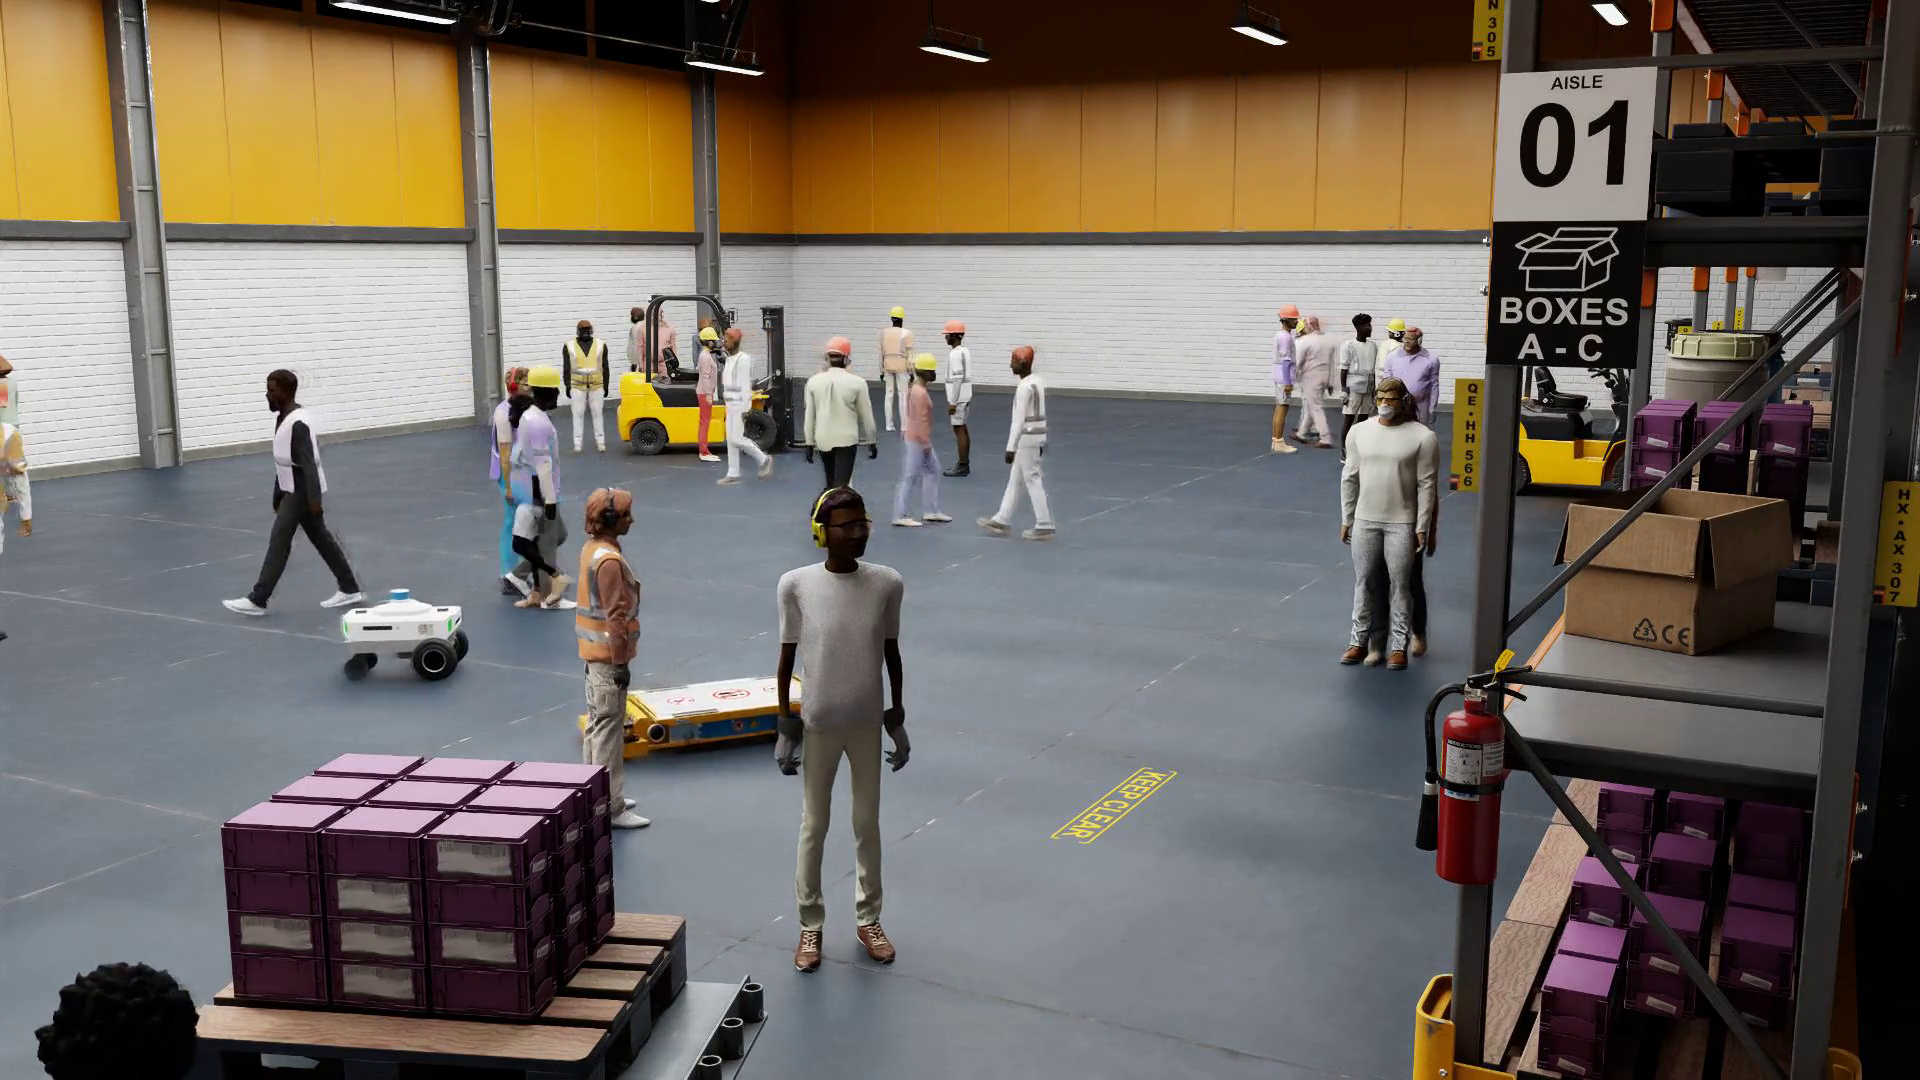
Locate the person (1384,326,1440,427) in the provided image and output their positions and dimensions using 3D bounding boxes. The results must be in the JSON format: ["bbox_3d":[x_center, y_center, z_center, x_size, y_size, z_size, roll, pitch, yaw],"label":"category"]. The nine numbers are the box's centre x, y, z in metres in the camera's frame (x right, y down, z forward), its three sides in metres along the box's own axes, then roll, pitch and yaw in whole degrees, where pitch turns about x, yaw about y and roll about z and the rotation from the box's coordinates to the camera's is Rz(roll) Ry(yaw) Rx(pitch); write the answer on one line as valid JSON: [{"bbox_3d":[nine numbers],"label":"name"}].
[{"bbox_3d":[5.240,-1.538,19.377,0.642,1.905,0.399,3,10,18],"label":"person"}]

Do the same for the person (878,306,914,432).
[{"bbox_3d":[-0.973,-2.623,25.588,0.588,1.928,0.384,4,11,23],"label":"person"}]

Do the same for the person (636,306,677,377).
[{"bbox_3d":[-4.894,-2.831,26.875,0.639,1.902,0.407,-2,10,-13],"label":"person"}]

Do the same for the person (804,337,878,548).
[{"bbox_3d":[-1.081,-0.937,15.732,0.649,1.952,0.945,4,10,20],"label":"person"}]

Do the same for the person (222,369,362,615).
[{"bbox_3d":[-5.112,-0.368,12.705,1.023,1.863,0.618,-6,11,-29],"label":"person"}]

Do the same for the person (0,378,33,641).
[{"bbox_3d":[-6.860,-0.207,11.698,0.707,1.888,0.576,9,13,41],"label":"person"}]

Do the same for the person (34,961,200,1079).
[{"bbox_3d":[-1.273,1.475,2.603,0.496,1.678,0.540,8,13,41],"label":"person"}]

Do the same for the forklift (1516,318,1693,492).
[{"bbox_3d":[7.066,-1.601,18.899,2.313,2.155,1.214,5,11,27],"label":"forklift"}]

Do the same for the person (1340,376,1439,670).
[{"bbox_3d":[2.824,-0.113,11.027,0.631,1.940,0.372,5,11,29],"label":"person"}]

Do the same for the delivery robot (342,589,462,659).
[{"bbox_3d":[-3.633,0.564,10.837,0.707,0.478,0.477,-1,10,-7],"label":"delivery robot"}]

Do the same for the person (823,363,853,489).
[{"bbox_3d":[-1.279,-1.016,17.136,0.285,1.631,0.502,-4,11,-23],"label":"person"}]

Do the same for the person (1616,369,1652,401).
[{"bbox_3d":[9.415,-2.056,23.210,0.590,1.620,0.527,-1,10,-9],"label":"person"}]

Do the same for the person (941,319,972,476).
[{"bbox_3d":[-0.048,-1.747,20.484,0.379,1.938,0.547,2,10,12],"label":"person"}]

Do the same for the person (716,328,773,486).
[{"bbox_3d":[-2.586,-1.572,19.673,0.594,1.872,0.599,-6,11,-30],"label":"person"}]

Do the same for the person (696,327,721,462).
[{"bbox_3d":[-3.327,-1.921,21.987,0.324,1.769,0.523,-1,10,-8],"label":"person"}]

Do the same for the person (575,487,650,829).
[{"bbox_3d":[-1.683,0.561,7.993,0.310,1.636,0.523,-4,11,-22],"label":"person"}]

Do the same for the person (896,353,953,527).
[{"bbox_3d":[-0.325,-0.993,16.684,0.715,1.740,0.549,0,10,-2],"label":"person"}]

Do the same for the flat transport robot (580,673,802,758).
[{"bbox_3d":[-1.381,0.984,9.499,1.431,0.197,0.652,-5,11,-26],"label":"flat transport robot"}]

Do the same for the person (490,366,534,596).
[{"bbox_3d":[-3.584,-0.477,13.411,0.373,1.839,0.570,0,10,2],"label":"person"}]

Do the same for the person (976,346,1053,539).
[{"bbox_3d":[0.533,-0.927,15.962,0.796,1.855,0.607,2,10,12],"label":"person"}]

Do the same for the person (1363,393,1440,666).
[{"bbox_3d":[2.930,-0.083,11.151,0.539,1.839,0.526,6,11,31],"label":"person"}]

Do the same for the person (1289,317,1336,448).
[{"bbox_3d":[4.996,-2.242,23.620,0.631,1.849,0.963,-8,12,-38],"label":"person"}]

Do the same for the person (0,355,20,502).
[{"bbox_3d":[-10.569,-1.234,18.402,0.289,1.632,0.497,-1,10,-4],"label":"person"}]

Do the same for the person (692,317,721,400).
[{"bbox_3d":[-4.402,-3.057,28.941,0.500,1.636,0.280,-1,10,-4],"label":"person"}]

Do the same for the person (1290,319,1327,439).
[{"bbox_3d":[5.122,-2.394,24.726,0.605,1.764,0.858,-5,11,-25],"label":"person"}]

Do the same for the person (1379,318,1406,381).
[{"bbox_3d":[6.096,-2.191,23.358,0.404,1.831,0.600,-2,10,-10],"label":"person"}]

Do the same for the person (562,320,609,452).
[{"bbox_3d":[-5.163,-2.125,22.998,0.633,1.836,0.430,-3,10,-17],"label":"person"}]

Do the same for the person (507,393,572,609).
[{"bbox_3d":[-3.295,-0.290,12.791,0.380,1.683,0.531,-3,10,-16],"label":"person"}]

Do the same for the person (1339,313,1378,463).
[{"bbox_3d":[5.209,-1.970,21.699,0.613,1.963,0.361,-6,11,-29],"label":"person"}]

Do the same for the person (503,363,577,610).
[{"bbox_3d":[-3.216,-0.395,12.744,0.463,1.913,0.593,-3,10,-16],"label":"person"}]

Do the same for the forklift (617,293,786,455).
[{"bbox_3d":[-3.588,-2.317,23.042,2.313,2.155,1.214,-1,10,-5],"label":"forklift"}]

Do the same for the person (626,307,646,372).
[{"bbox_3d":[-5.432,-3.033,28.208,0.429,1.841,0.633,2,10,11],"label":"person"}]

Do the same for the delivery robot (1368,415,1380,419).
[{"bbox_3d":[5.942,-1.587,23.289,0.477,0.478,0.707,-4,11,-23],"label":"delivery robot"}]

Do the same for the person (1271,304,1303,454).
[{"bbox_3d":[4.493,-2.211,22.869,0.378,2.041,0.616,1,10,4],"label":"person"}]

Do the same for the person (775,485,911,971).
[{"bbox_3d":[-0.449,0.719,6.402,0.531,1.871,0.317,-3,10,-14],"label":"person"}]
